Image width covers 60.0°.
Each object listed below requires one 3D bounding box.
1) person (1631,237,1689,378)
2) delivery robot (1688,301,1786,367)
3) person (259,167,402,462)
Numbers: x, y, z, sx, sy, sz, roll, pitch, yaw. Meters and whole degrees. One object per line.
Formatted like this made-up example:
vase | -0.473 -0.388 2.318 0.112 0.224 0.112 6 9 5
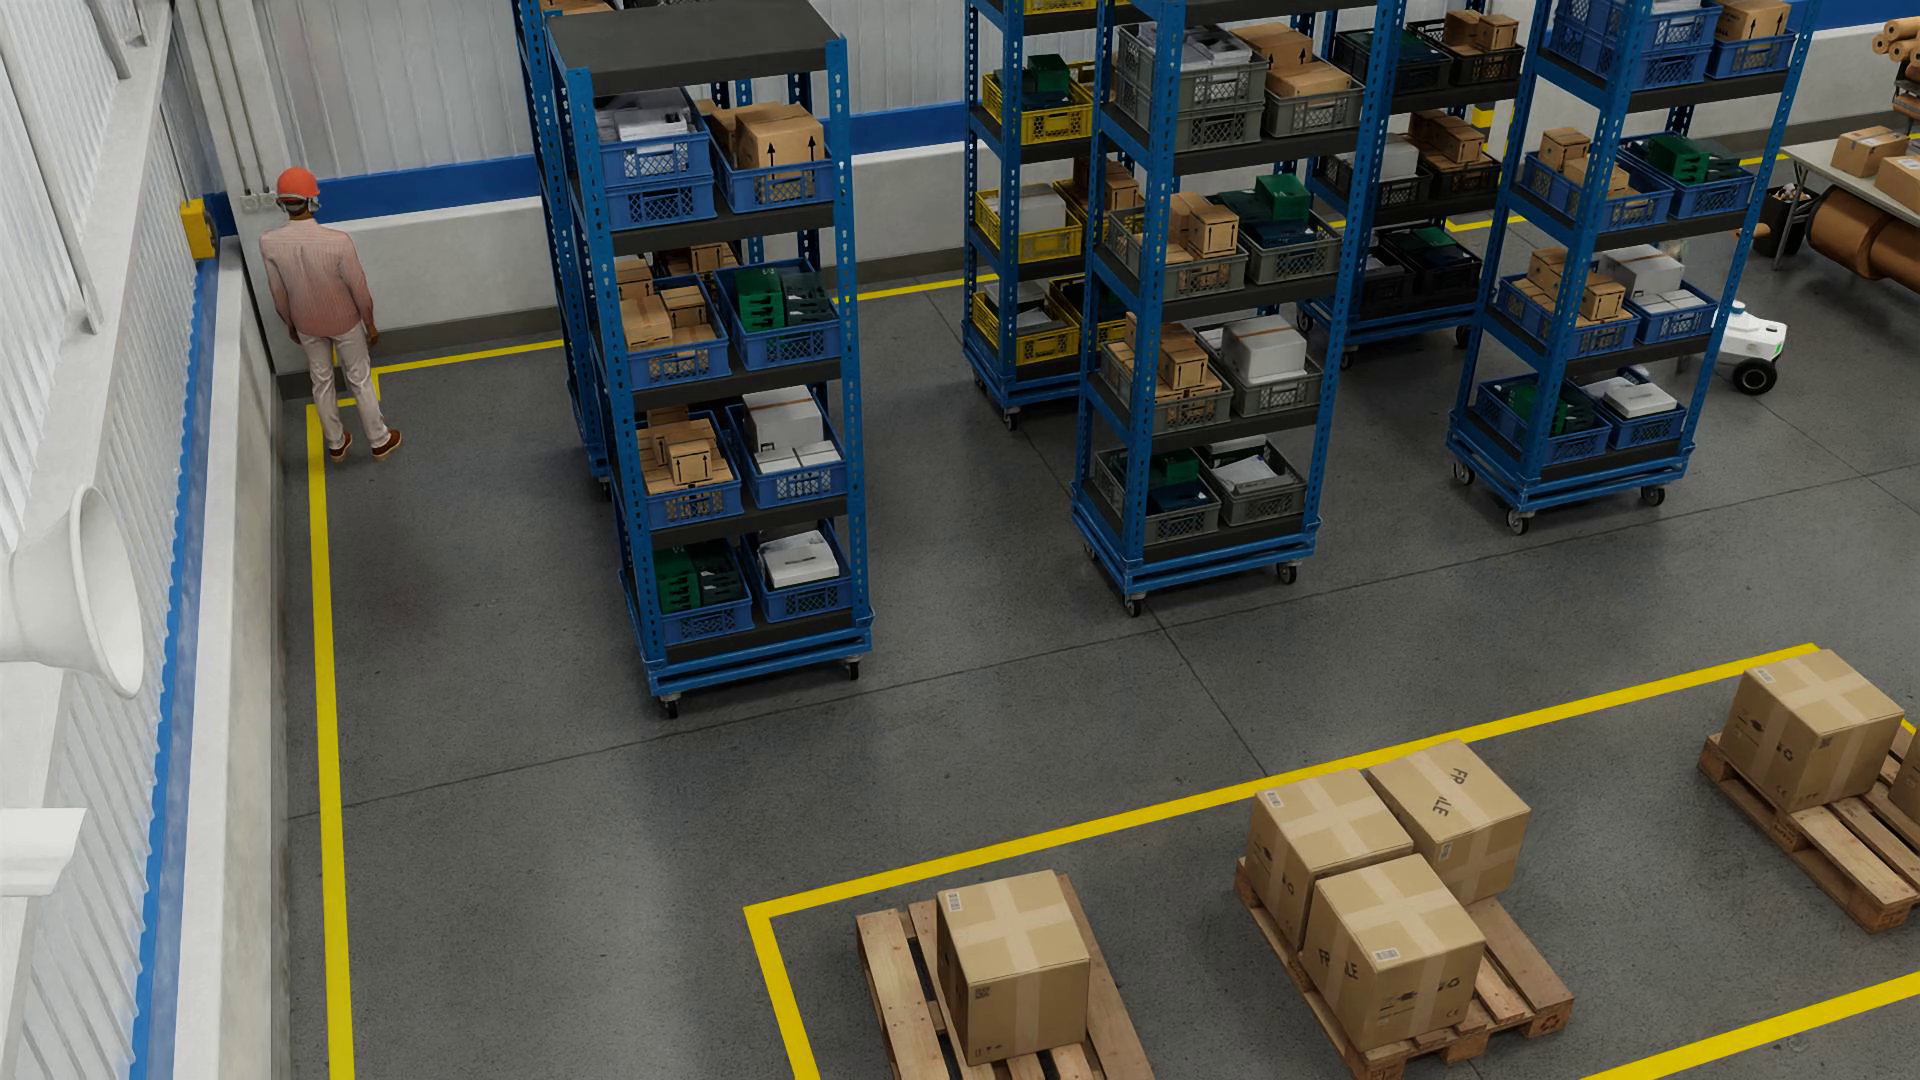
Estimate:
person | 4.785 -1.891 11.537 0.543 1.625 0.366 -14 38 -19
delivery robot | 5.434 -1.451 11.767 0.707 0.478 0.477 15 38 20
person | -3.996 -1.399 10.535 0.608 1.990 0.385 0 35 0
